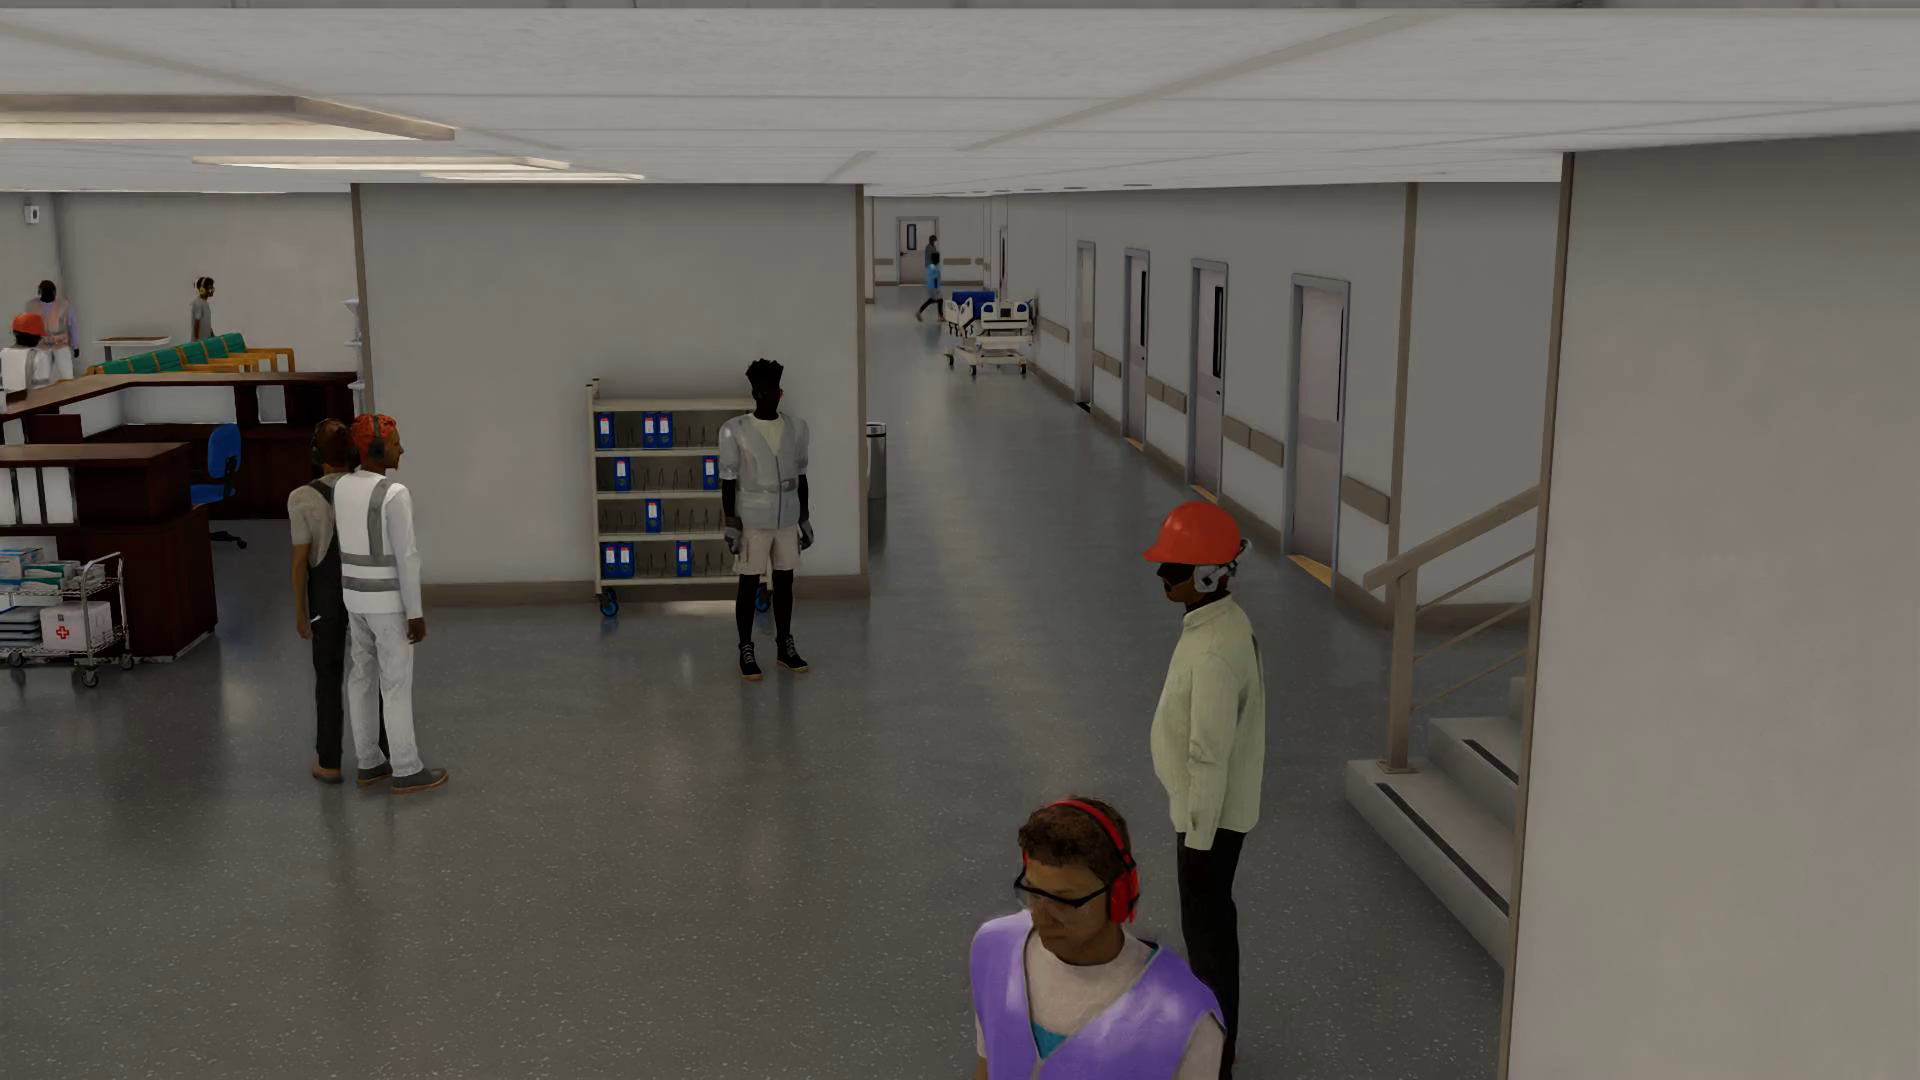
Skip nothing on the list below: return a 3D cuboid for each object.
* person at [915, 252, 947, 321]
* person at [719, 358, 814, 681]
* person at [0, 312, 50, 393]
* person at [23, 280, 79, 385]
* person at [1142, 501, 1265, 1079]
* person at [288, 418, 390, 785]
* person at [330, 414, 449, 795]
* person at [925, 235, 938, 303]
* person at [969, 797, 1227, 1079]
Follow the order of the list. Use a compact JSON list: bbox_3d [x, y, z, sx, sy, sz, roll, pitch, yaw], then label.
[{"bbox_3d":[-0.684,-6.079,39.988,0.782,1.669,0.537,-4,12,-21],"label":"person"},{"bbox_3d":[-1.175,-0.132,10.188,0.606,1.966,0.367,-8,14,-33],"label":"person"},{"bbox_3d":[-8.568,-1.120,15.179,0.570,1.905,0.678,1,12,7],"label":"person"},{"bbox_3d":[-12.507,-2.660,22.898,0.689,1.834,0.431,-4,12,-19],"label":"person"},{"bbox_3d":[0.767,0.853,5.338,0.400,1.989,0.616,2,12,9],"label":"person"},{"bbox_3d":[-3.077,0.308,8.363,0.511,1.836,0.356,-8,14,-34],"label":"person"},{"bbox_3d":[-2.853,0.316,8.206,0.575,1.882,0.360,8,14,33],"label":"person"},{"bbox_3d":[-0.809,-7.703,47.297,0.385,1.928,0.636,2,12,12],"label":"person"},{"bbox_3d":[0.235,1.367,3.200,0.570,1.834,0.466,11,16,42],"label":"person"}]
